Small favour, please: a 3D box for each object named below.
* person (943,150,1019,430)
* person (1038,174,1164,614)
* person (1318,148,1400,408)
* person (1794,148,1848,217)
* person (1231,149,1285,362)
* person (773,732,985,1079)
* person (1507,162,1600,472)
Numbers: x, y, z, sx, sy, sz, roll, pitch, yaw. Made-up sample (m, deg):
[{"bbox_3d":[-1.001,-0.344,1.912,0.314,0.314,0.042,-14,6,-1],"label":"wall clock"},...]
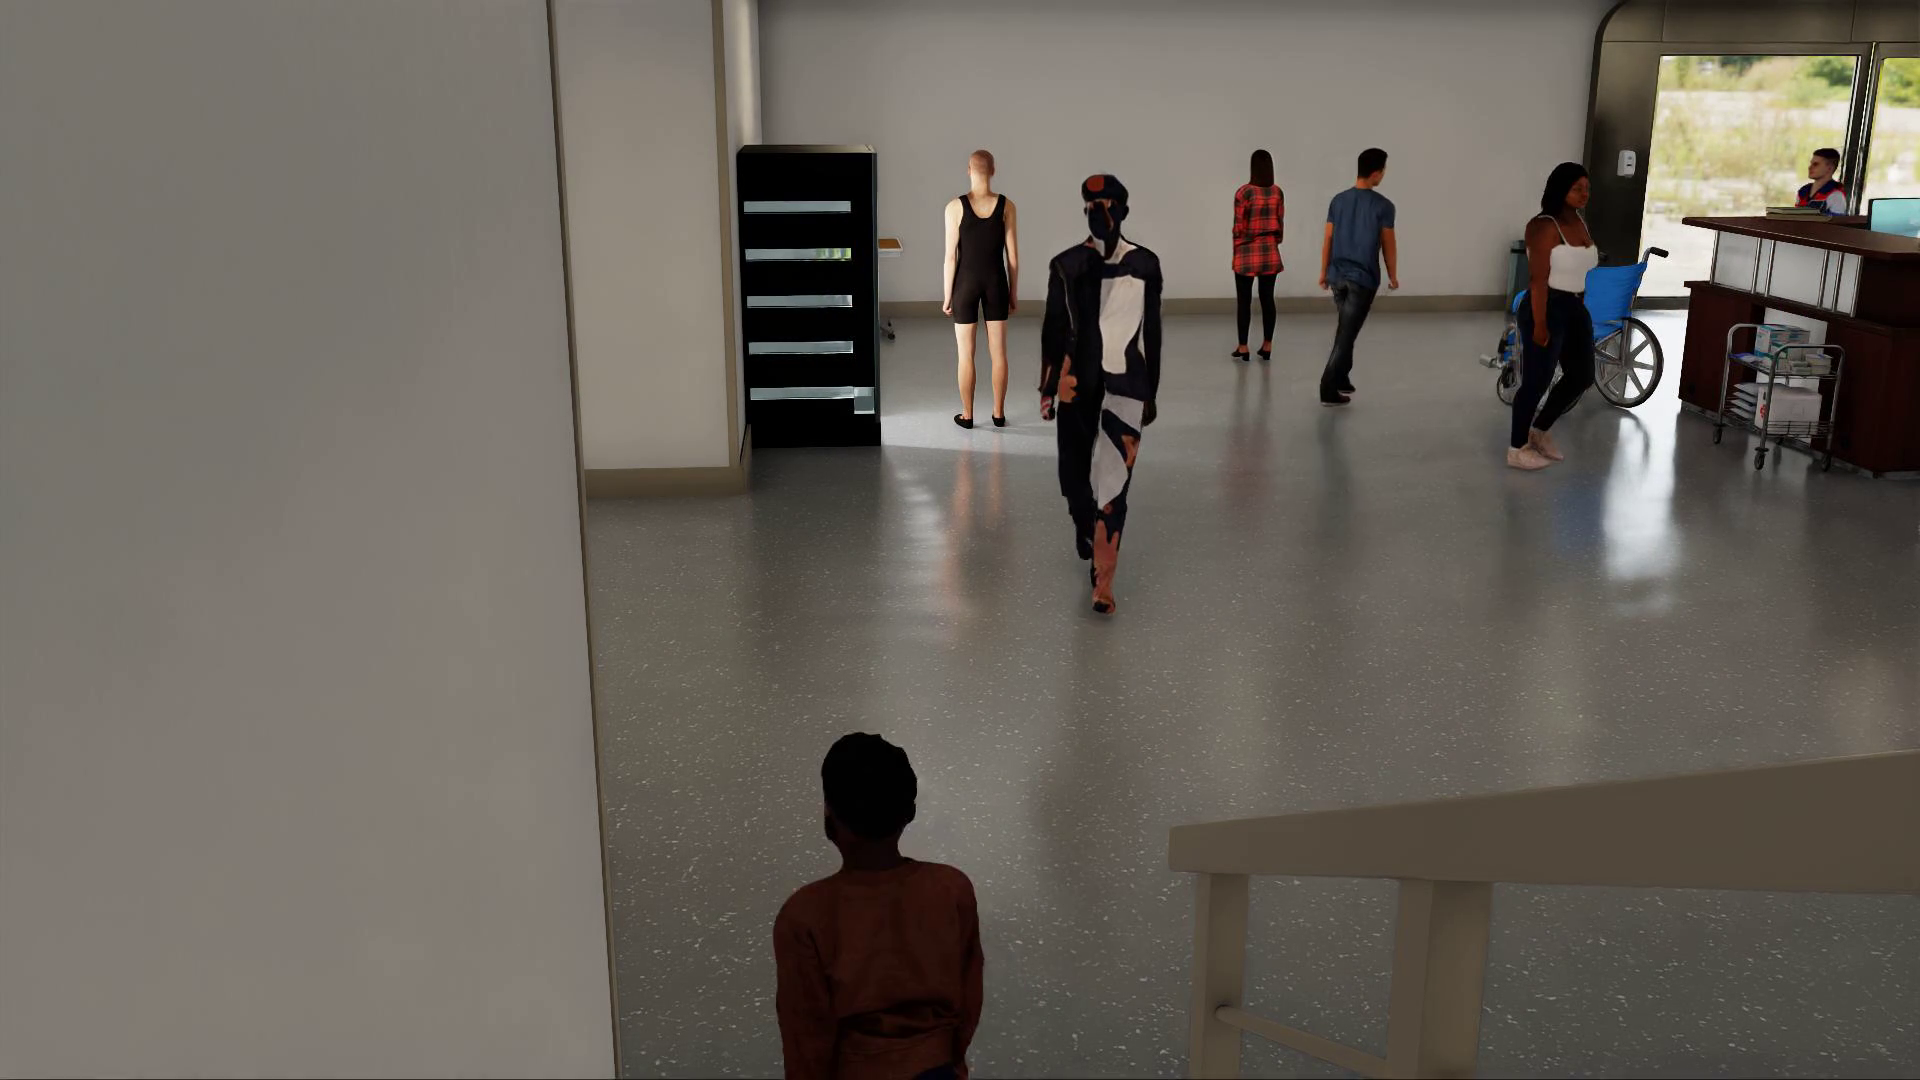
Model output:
[{"bbox_3d":[0.136,-1.654,11.012,0.676,1.816,0.537,-3,16,-11],"label":"person"},{"bbox_3d":[0.634,-0.653,7.359,0.853,1.872,1.128,2,16,9],"label":"person"},{"bbox_3d":[2.695,-1.790,11.567,0.944,1.778,0.891,-14,21,-41],"label":"person"},{"bbox_3d":[6.508,-2.060,12.597,0.681,1.738,0.890,-2,16,-6],"label":"person"},{"bbox_3d":[2.431,-2.331,13.624,0.664,1.702,0.623,-5,17,-18],"label":"person"},{"bbox_3d":[-0.111,0.961,2.833,0.645,1.222,0.958,-4,16,-14],"label":"person"},{"bbox_3d":[3.413,-1.306,9.815,0.769,1.796,0.795,-11,19,-35],"label":"person"}]
